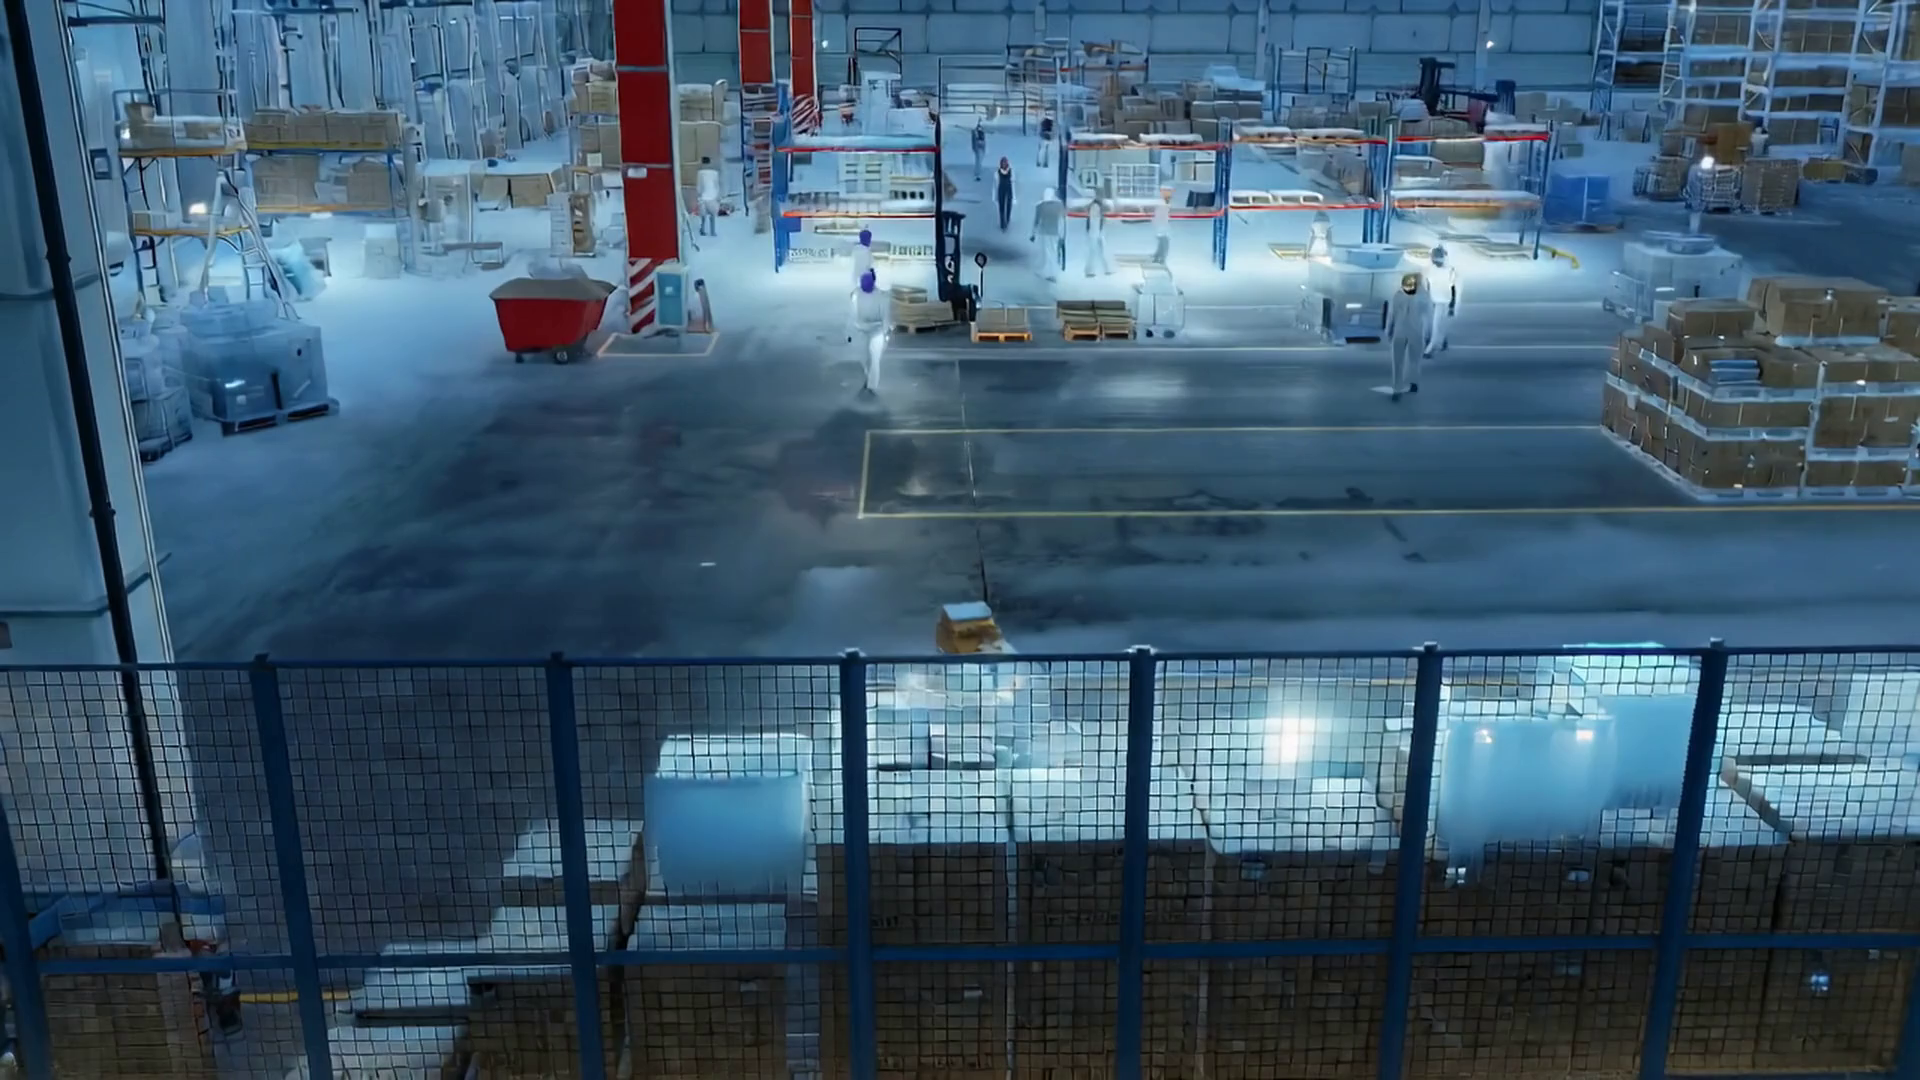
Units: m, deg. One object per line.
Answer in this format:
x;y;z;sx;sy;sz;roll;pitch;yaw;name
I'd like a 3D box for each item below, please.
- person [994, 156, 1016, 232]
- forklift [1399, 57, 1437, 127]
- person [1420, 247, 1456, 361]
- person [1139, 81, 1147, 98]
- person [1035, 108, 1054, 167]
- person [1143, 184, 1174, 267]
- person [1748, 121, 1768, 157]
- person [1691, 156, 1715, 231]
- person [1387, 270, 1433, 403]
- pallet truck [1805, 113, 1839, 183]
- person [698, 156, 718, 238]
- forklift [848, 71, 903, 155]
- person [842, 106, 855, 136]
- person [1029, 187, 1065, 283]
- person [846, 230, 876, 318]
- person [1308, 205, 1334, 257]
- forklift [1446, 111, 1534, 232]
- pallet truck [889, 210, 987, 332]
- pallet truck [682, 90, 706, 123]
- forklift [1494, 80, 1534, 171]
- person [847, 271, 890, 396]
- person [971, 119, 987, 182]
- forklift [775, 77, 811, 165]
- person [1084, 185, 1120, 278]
1.099;-8.433;40.505;0.549;1.830;0.460;-1;19;-4;person
19.294;-18.500;68.754;1.873;2.768;1.129;-1;19;-1;forklift
7.781;-3.858;26.946;0.909;1.835;0.525;-16;24;-38;person
7.663;-18.245;69.535;0.399;1.896;0.684;4;19;11;person
2.759;-13.097;54.240;0.586;1.895;0.776;8;20;22;person
4.122;-6.356;34.230;0.524;1.912;0.593;1;19;3;person
23.922;-11.607;49.892;0.523;1.856;0.703;4;19;13;person
17.463;-8.045;39.155;0.377;1.959;0.603;4;19;12;person
6.526;-2.989;24.213;0.635;1.922;0.756;8;20;22;person
26.403;-11.957;50.702;0.823;1.965;1.885;6;19;16;pallet truck
-6.048;-8.227;39.803;0.547;1.883;0.964;-9;21;-26;person
-3.026;-14.993;58.349;1.129;2.768;1.873;-14;23;-37;forklift
-3.970;-14.669;59.373;0.519;1.591;0.851;-7;20;-20;person
1.754;-6.227;33.866;0.651;1.891;1.008;-13;22;-33;person
-1.747;-4.667;29.562;0.533;1.675;0.609;15;24;37;person
6.997;-5.641;32.359;0.486;1.744;0.294;1;19;3;person
13.030;-8.996;40.557;1.873;2.768;1.129;-1;19;-2;forklift
-0.493;-4.759;29.349;1.885;1.965;0.823;-13;23;-34;pallet truck
-9.671;-15.907;62.421;0.823;1.965;1.885;5;19;15;pallet truck
17.343;-13.254;53.190;1.873;2.768;1.129;-1;19;-1;forklift
-1.351;-3.104;24.711;0.637;1.822;0.748;1;19;4;person
0.529;-11.879;50.658;0.500;1.872;0.613;12;22;32;person
-5.920;-13.893;55.085;1.873;2.768;1.129;-1;19;-1;forklift
2.944;-6.323;34.138;0.818;1.892;0.614;5;19;14;person
